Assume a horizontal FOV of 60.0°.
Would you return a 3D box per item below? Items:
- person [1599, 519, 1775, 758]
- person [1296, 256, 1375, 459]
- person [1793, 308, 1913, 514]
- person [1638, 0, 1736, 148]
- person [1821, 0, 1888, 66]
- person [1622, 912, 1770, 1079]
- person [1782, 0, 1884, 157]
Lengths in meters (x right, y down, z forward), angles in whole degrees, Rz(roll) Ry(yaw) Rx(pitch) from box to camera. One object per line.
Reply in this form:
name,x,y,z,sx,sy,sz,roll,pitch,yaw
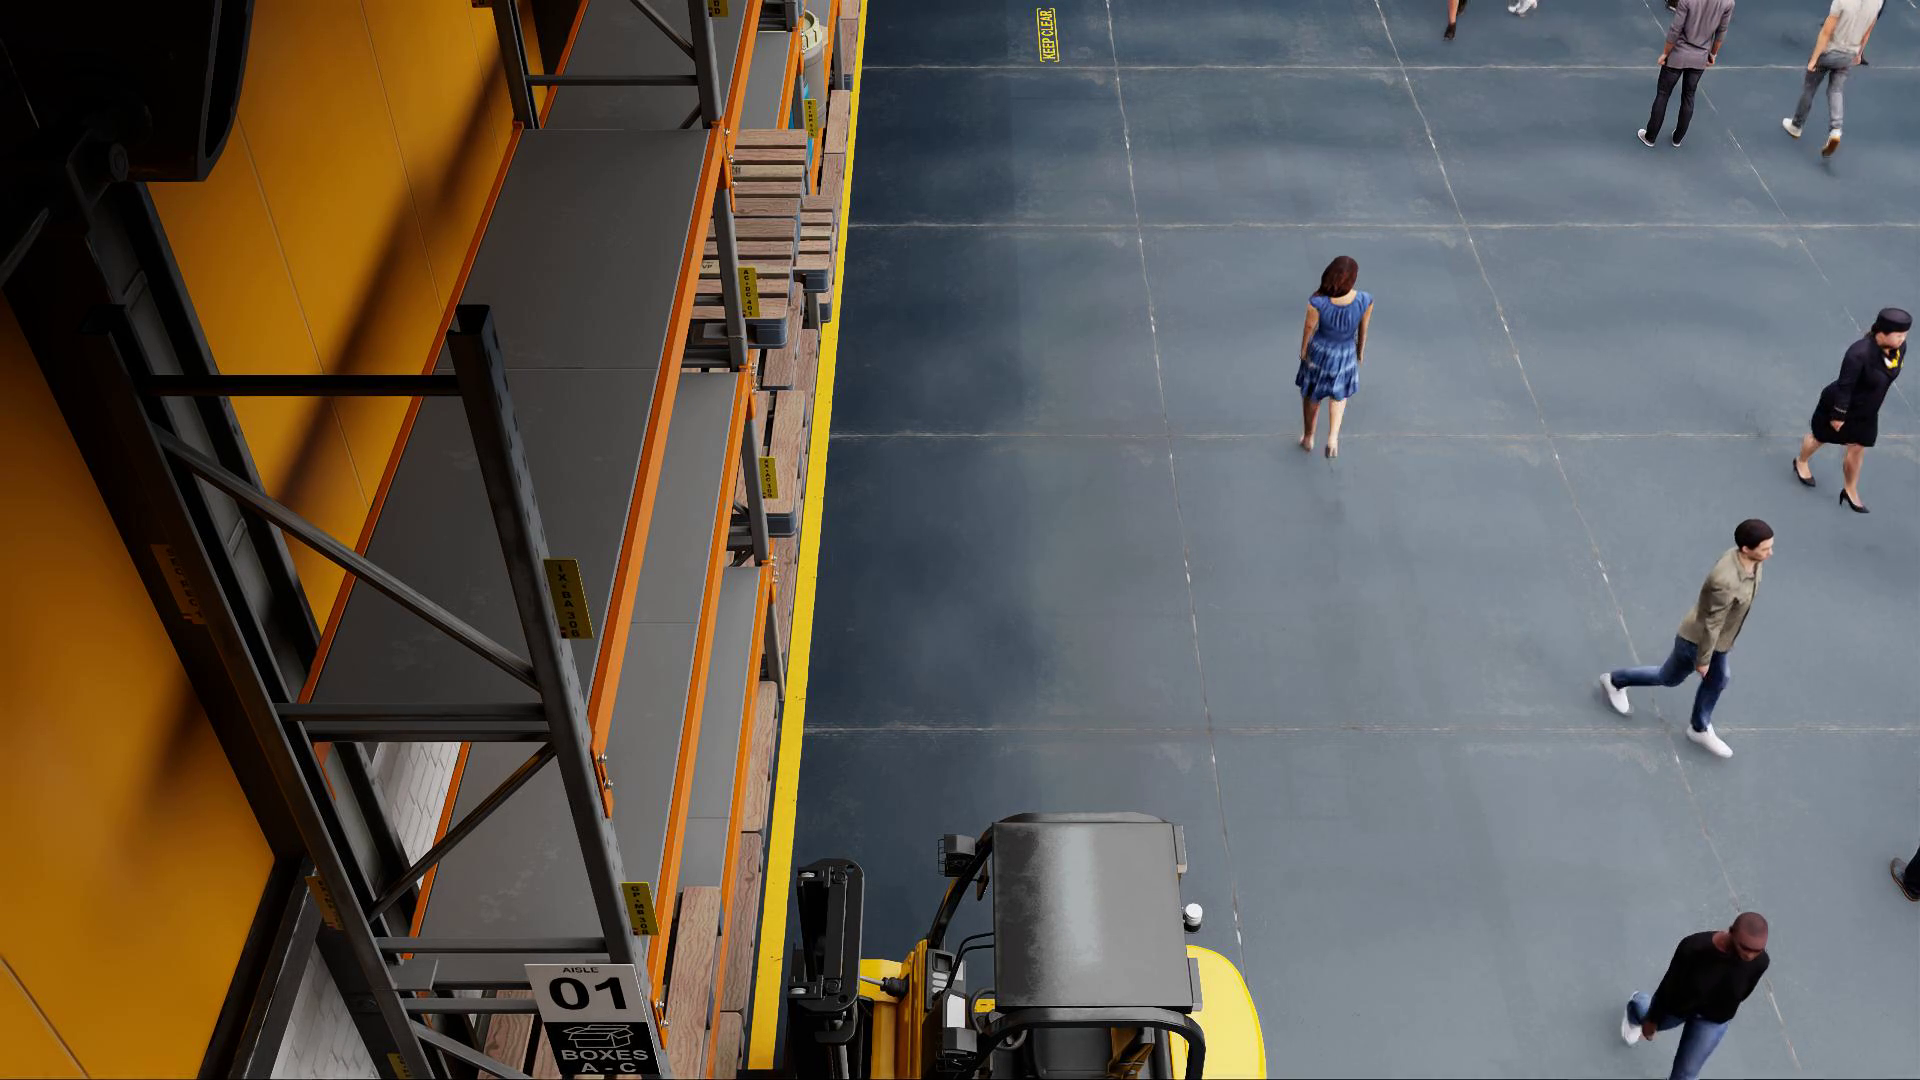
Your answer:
person,4.551,0.532,10.342,1.225,1.850,1.191,34,53,30
person,2.750,-1.267,12.271,0.658,1.794,0.757,1,44,1
person,6.441,-1.026,12.126,0.904,1.645,1.038,-14,45,-15
person,6.889,-4.591,15.717,0.683,1.853,0.549,3,44,3
person,9.297,-5.725,16.995,0.870,1.731,0.955,-28,50,-26
person,3.726,2.341,8.543,0.802,1.712,1.213,11,45,11
person,8.284,-4.527,15.632,0.655,1.877,1.066,-1,44,-1
